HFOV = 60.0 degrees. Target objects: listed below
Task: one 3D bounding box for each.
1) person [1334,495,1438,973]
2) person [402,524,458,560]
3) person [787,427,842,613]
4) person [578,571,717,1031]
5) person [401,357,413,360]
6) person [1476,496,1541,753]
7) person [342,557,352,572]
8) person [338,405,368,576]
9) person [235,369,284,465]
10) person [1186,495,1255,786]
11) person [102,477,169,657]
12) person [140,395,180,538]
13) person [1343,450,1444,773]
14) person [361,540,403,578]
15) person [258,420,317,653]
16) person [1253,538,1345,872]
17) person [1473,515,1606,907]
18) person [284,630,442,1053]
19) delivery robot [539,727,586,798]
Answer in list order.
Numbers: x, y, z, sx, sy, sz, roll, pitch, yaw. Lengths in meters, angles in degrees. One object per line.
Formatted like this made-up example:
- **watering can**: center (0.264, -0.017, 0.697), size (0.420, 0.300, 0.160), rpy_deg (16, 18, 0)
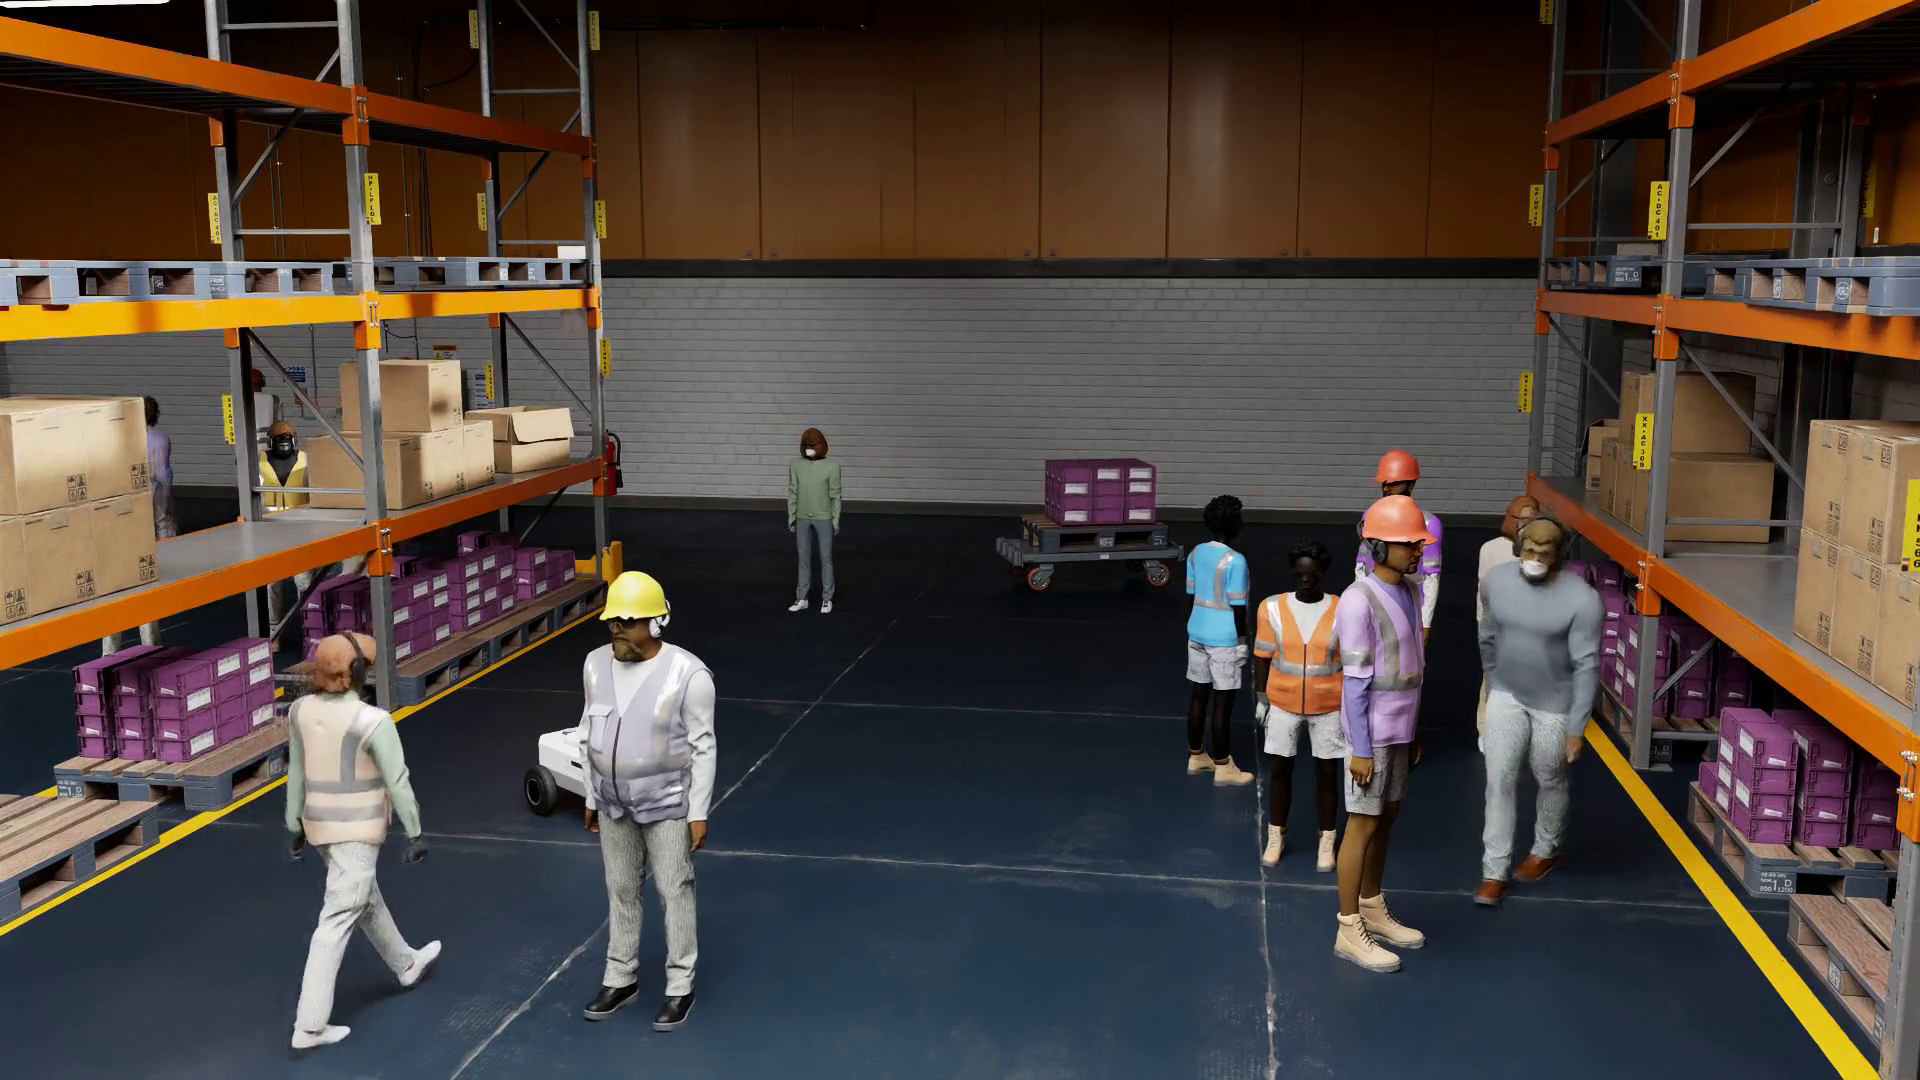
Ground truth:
- **person**: center (1.844, 0.818, 7.196), size (0.372, 2.044, 0.608), rpy_deg (7, 11, 35)
- **person**: center (-4.935, -0.480, 15.716), size (0.940, 1.865, 0.663), rpy_deg (-4, 10, -21)
- **person**: center (-1.279, -0.173, 14.566), size (0.498, 1.633, 0.281), rpy_deg (3, 10, 18)
- **person**: center (-1.250, 1.023, 6.576), size (0.591, 1.834, 0.404), rpy_deg (4, 10, 22)
- **person**: center (-6.741, -1.277, 20.429), size (0.354, 1.942, 0.545), rpy_deg (5, 11, 30)
- **person**: center (3.430, 0.531, 10.264), size (0.492, 1.625, 0.284), rpy_deg (0, 9, 1)
- **person**: center (-5.335, -0.374, 15.051), size (0.642, 1.894, 1.015), rpy_deg (2, 9, 9)
- **person**: center (-5.274, -0.316, 14.469), size (0.613, 1.966, 0.904), rpy_deg (4, 10, 23)
- **person**: center (-7.995, -1.016, 19.005), size (0.574, 1.881, 0.358), rpy_deg (-9, 13, -44)
- **person**: center (1.512, 0.579, 9.730), size (0.322, 1.697, 0.533), rpy_deg (-4, 10, -24)
- **person**: center (-6.040, 0.141, 12.020), size (0.591, 1.833, 0.403), rpy_deg (-3, 10, -18)
- **person**: center (-7.331, -0.354, 14.916), size (0.627, 1.892, 1.036), rpy_deg (3, 10, 16)
- **person**: center (2.587, 0.426, 9.937), size (0.543, 1.938, 0.356), rpy_deg (9, 13, 43)
- **person**: center (-5.106, -0.375, 14.701), size (0.378, 1.995, 0.612), rpy_deg (7, 12, 38)
- **person**: center (-5.293, -0.029, 13.084), size (0.618, 1.836, 0.430), rpy_deg (-3, 10, -20)
- **person**: center (1.724, 0.819, 8.293), size (0.537, 1.688, 0.321), rpy_deg (3, 10, 16)
- **person**: center (2.705, 0.796, 7.857), size (0.639, 1.868, 0.940), rpy_deg (8, 12, 39)
- **person**: center (-2.361, 1.142, 6.570), size (0.543, 1.585, 0.872), rpy_deg (5, 10, 28)
- **delivery robot**: center (-1.996, 1.206, 9.093), size (0.477, 0.478, 0.707), rpy_deg (-9, 13, -43)
